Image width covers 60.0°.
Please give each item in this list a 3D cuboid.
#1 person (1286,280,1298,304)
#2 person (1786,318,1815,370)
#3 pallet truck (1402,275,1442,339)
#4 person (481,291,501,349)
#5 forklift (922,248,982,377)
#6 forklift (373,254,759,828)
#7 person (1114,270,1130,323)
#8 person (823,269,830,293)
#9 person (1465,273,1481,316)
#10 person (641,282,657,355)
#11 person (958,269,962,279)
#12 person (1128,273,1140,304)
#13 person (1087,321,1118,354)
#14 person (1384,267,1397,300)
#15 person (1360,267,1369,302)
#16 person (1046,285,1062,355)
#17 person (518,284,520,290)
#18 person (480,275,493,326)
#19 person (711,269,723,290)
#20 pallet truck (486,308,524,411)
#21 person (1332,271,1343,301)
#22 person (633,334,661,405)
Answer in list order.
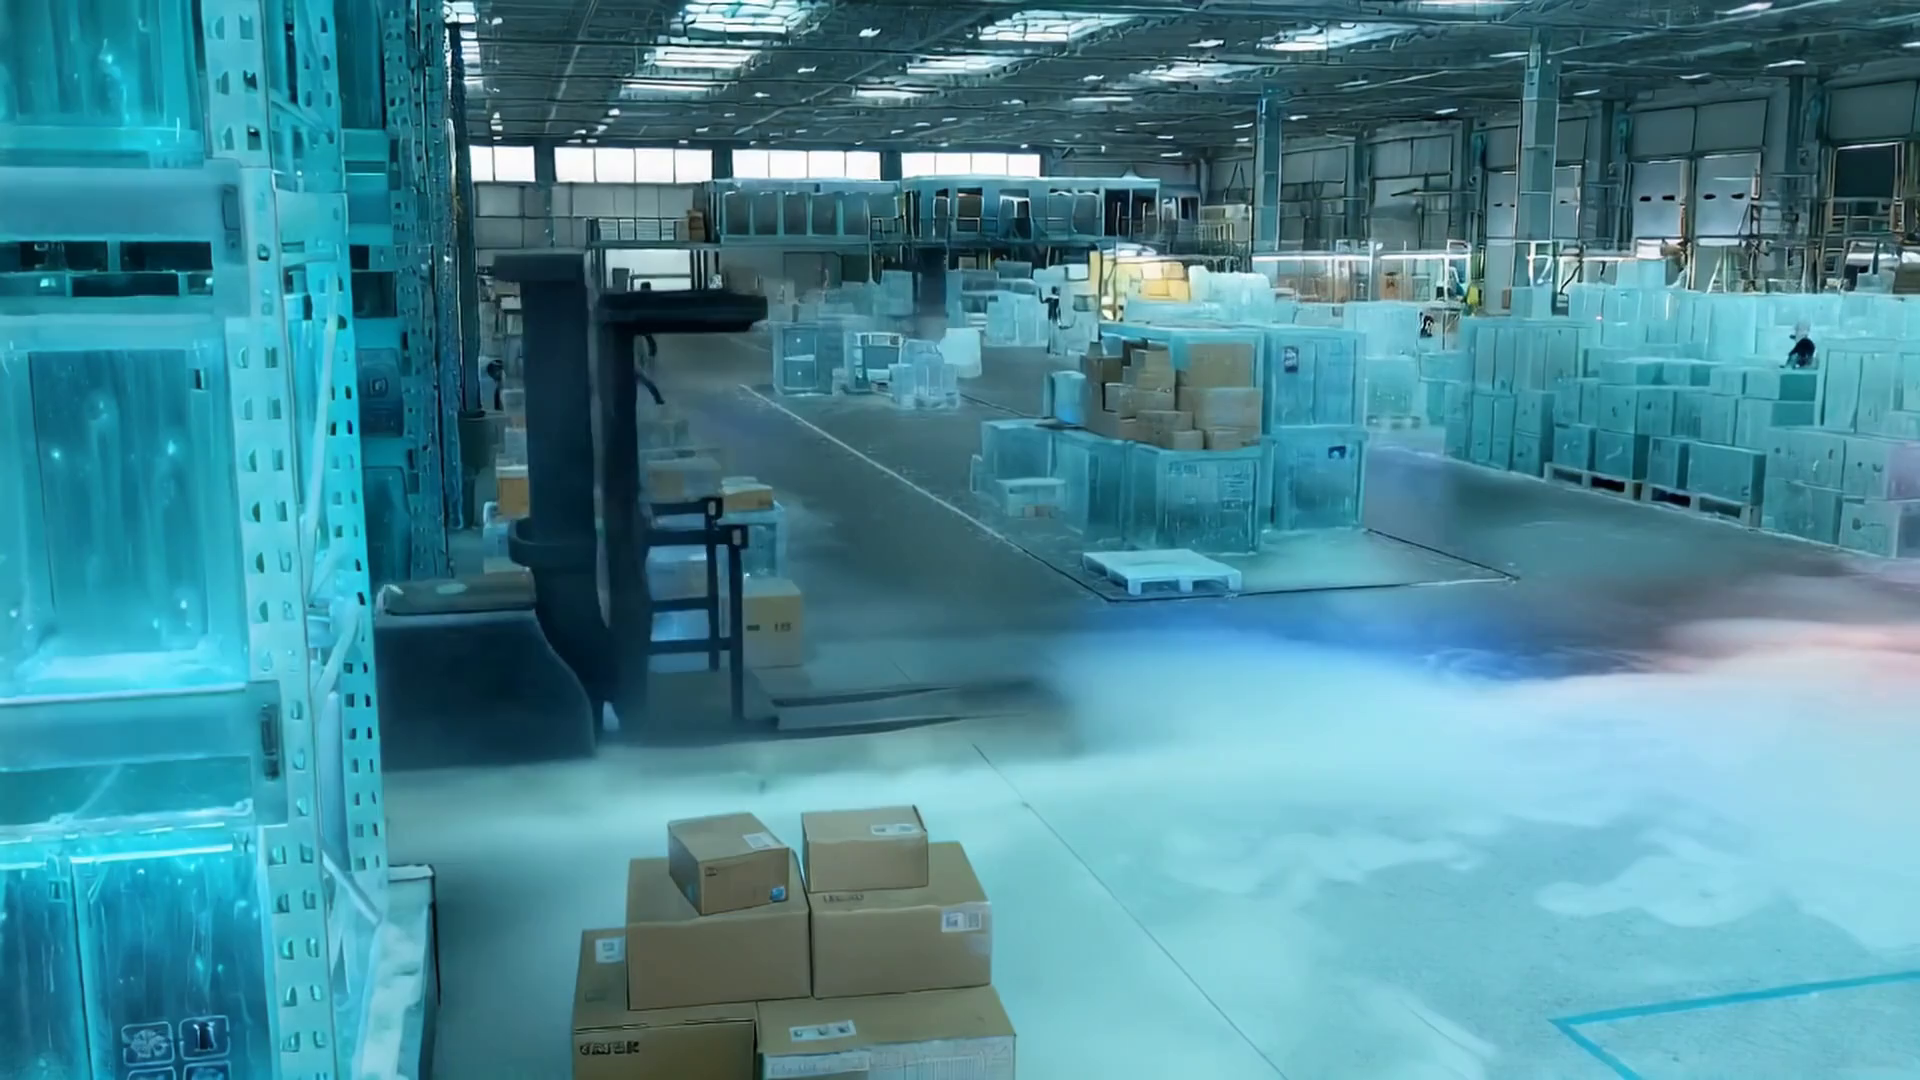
[{"bbox_3d":[10.083,-6.963,50.495,0.587,1.860,0.764,-8,13,-38],"label":"person"},{"bbox_3d":[10.879,-1.903,21.615,0.372,1.940,0.630,5,11,27],"label":"person"},{"bbox_3d":[14.620,-7.324,52.145,0.823,1.965,1.885,8,13,40],"label":"pallet truck"},{"bbox_3d":[-13.122,-6.148,46.545,0.515,1.618,0.414,3,11,18],"label":"person"},{"bbox_3d":[-0.545,-4.949,36.197,1.873,2.768,1.129,-3,10,-15],"label":"forklift"},{"bbox_3d":[-2.081,-0.074,8.592,1.873,2.768,1.129,-3,10,-15],"label":"forklift"},{"bbox_3d":[5.657,-8.406,58.148,0.535,2.000,0.684,4,11,22],"label":"person"},{"bbox_3d":[-6.239,-11.675,77.295,0.801,1.827,0.519,7,12,33],"label":"person"},{"bbox_3d":[18.379,-8.594,59.579,0.584,1.918,0.408,-2,10,-10],"label":"person"},{"bbox_3d":[-8.199,-5.812,43.715,0.448,1.944,0.630,-3,11,-19],"label":"person"},{"bbox_3d":[0.130,-10.382,69.699,0.636,1.917,0.548,1,10,7],"label":"person"},{"bbox_3d":[6.024,-8.377,58.302,0.542,1.929,0.374,-6,11,-29],"label":"person"},{"bbox_3d":[1.828,-1.943,21.975,0.591,1.889,0.596,9,13,41],"label":"person"},{"bbox_3d":[20.292,-11.936,78.509,0.619,1.904,0.537,-5,11,-28],"label":"person"},{"bbox_3d":[18.752,-11.713,77.186,0.481,1.931,0.611,-2,10,-13],"label":"person"},{"bbox_3d":[2.502,-5.830,44.095,0.332,1.859,0.531,-8,13,-39],"label":"person"},{"bbox_3d":[-17.339,-9.595,65.729,0.316,1.741,0.488,-7,12,-35],"label":"person"},{"bbox_3d":[-17.014,-8.609,59.889,0.602,1.830,0.404,7,12,35],"label":"person"},{"bbox_3d":[-10.584,-10.843,72.383,0.572,1.887,0.356,4,11,23],"label":"person"},{"bbox_3d":[-6.242,-2.418,24.362,0.823,1.965,1.885,1,10,3],"label":"pallet truck"},{"bbox_3d":[19.733,-13.369,86.823,0.626,1.842,0.429,6,11,29],"label":"person"},{"bbox_3d":[-5.489,-2.953,28.372,0.846,1.637,0.591,-4,11,-21],"label":"person"}]
